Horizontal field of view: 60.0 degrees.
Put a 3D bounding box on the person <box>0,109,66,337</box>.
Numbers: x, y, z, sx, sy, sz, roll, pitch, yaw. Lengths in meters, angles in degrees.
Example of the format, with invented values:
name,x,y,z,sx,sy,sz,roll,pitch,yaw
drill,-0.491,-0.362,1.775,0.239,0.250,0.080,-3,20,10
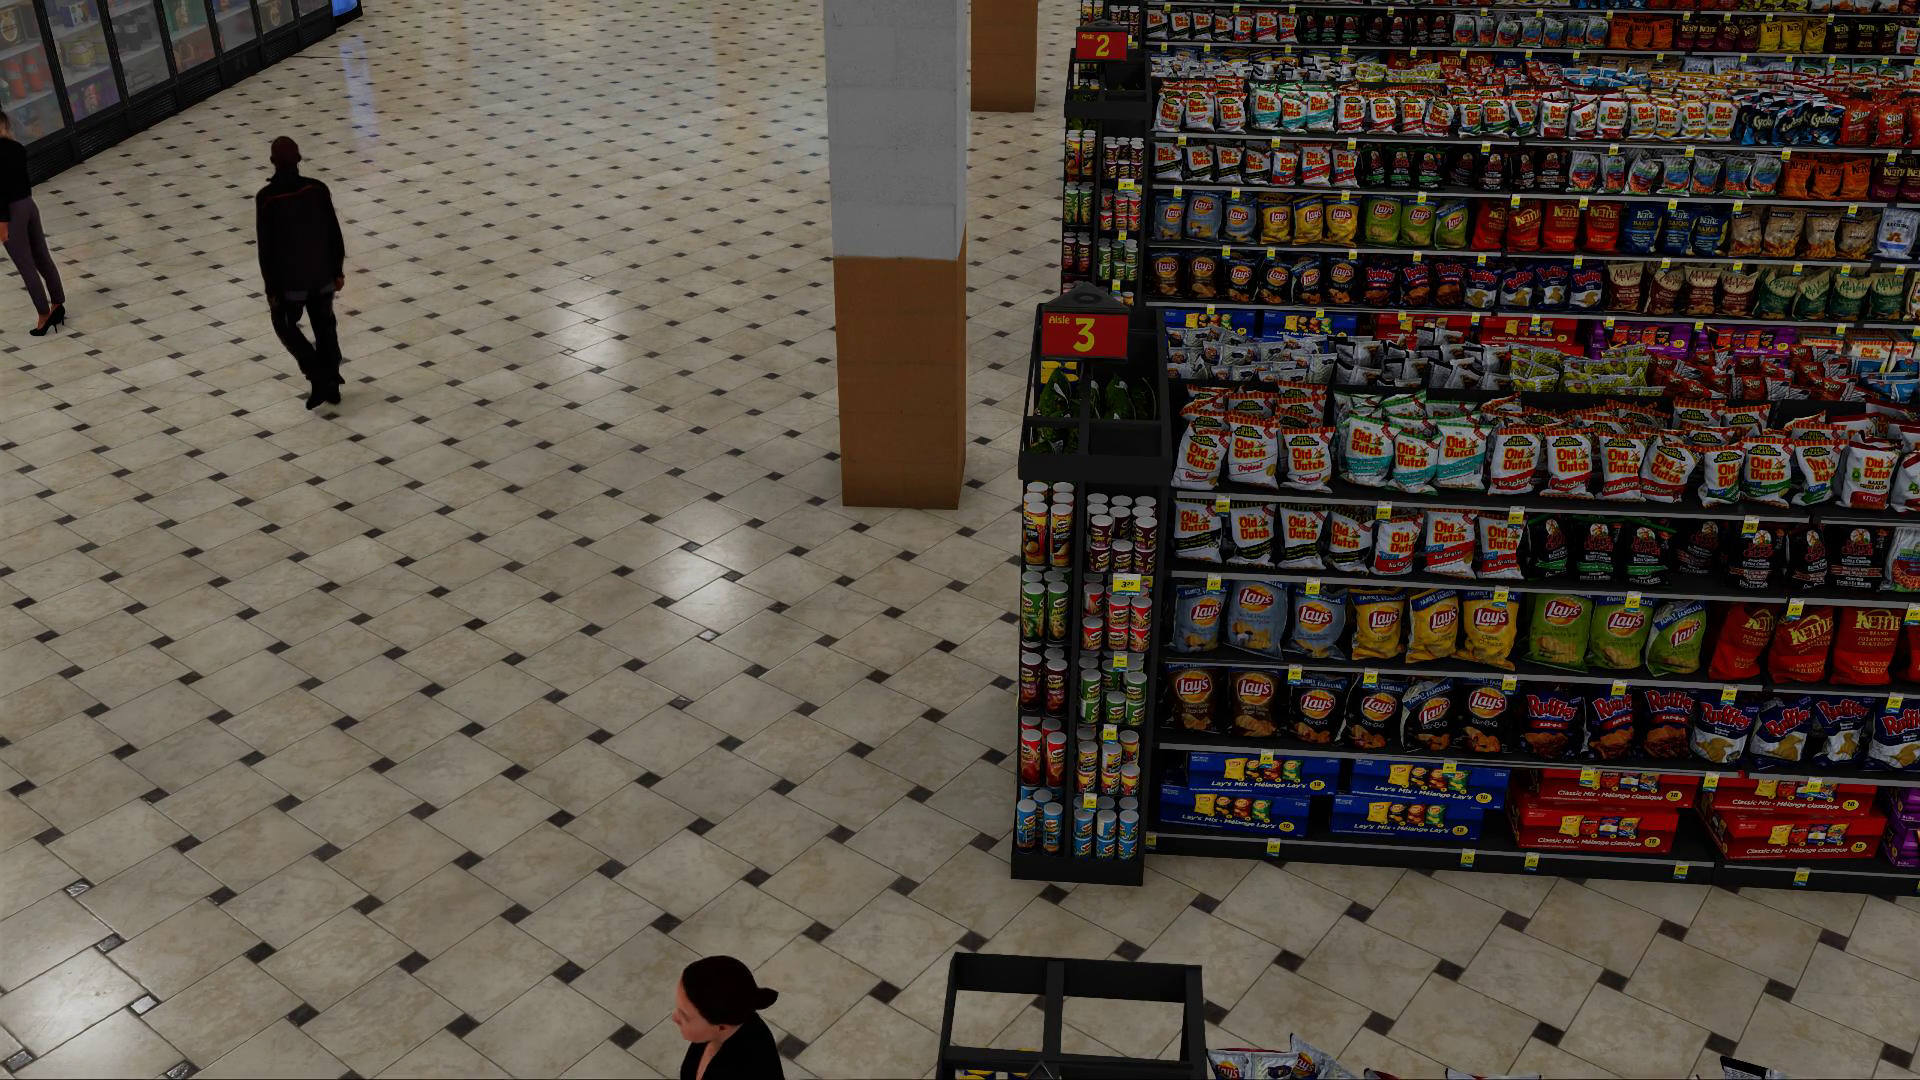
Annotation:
name,x,y,z,sx,sy,sz,roll,pitch,yaw
person,-6.841,-2.318,12.106,0.532,1.672,0.605,1,29,2

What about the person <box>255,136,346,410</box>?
name,x,y,z,sx,sy,sz,roll,pitch,yaw
person,-4.245,-1.702,10.831,0.924,1.813,0.983,-23,36,-36

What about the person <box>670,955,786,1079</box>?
name,x,y,z,sx,sy,sz,roll,pitch,yaw
person,-0.480,1.794,4.583,1.149,1.663,0.769,-3,29,-5
